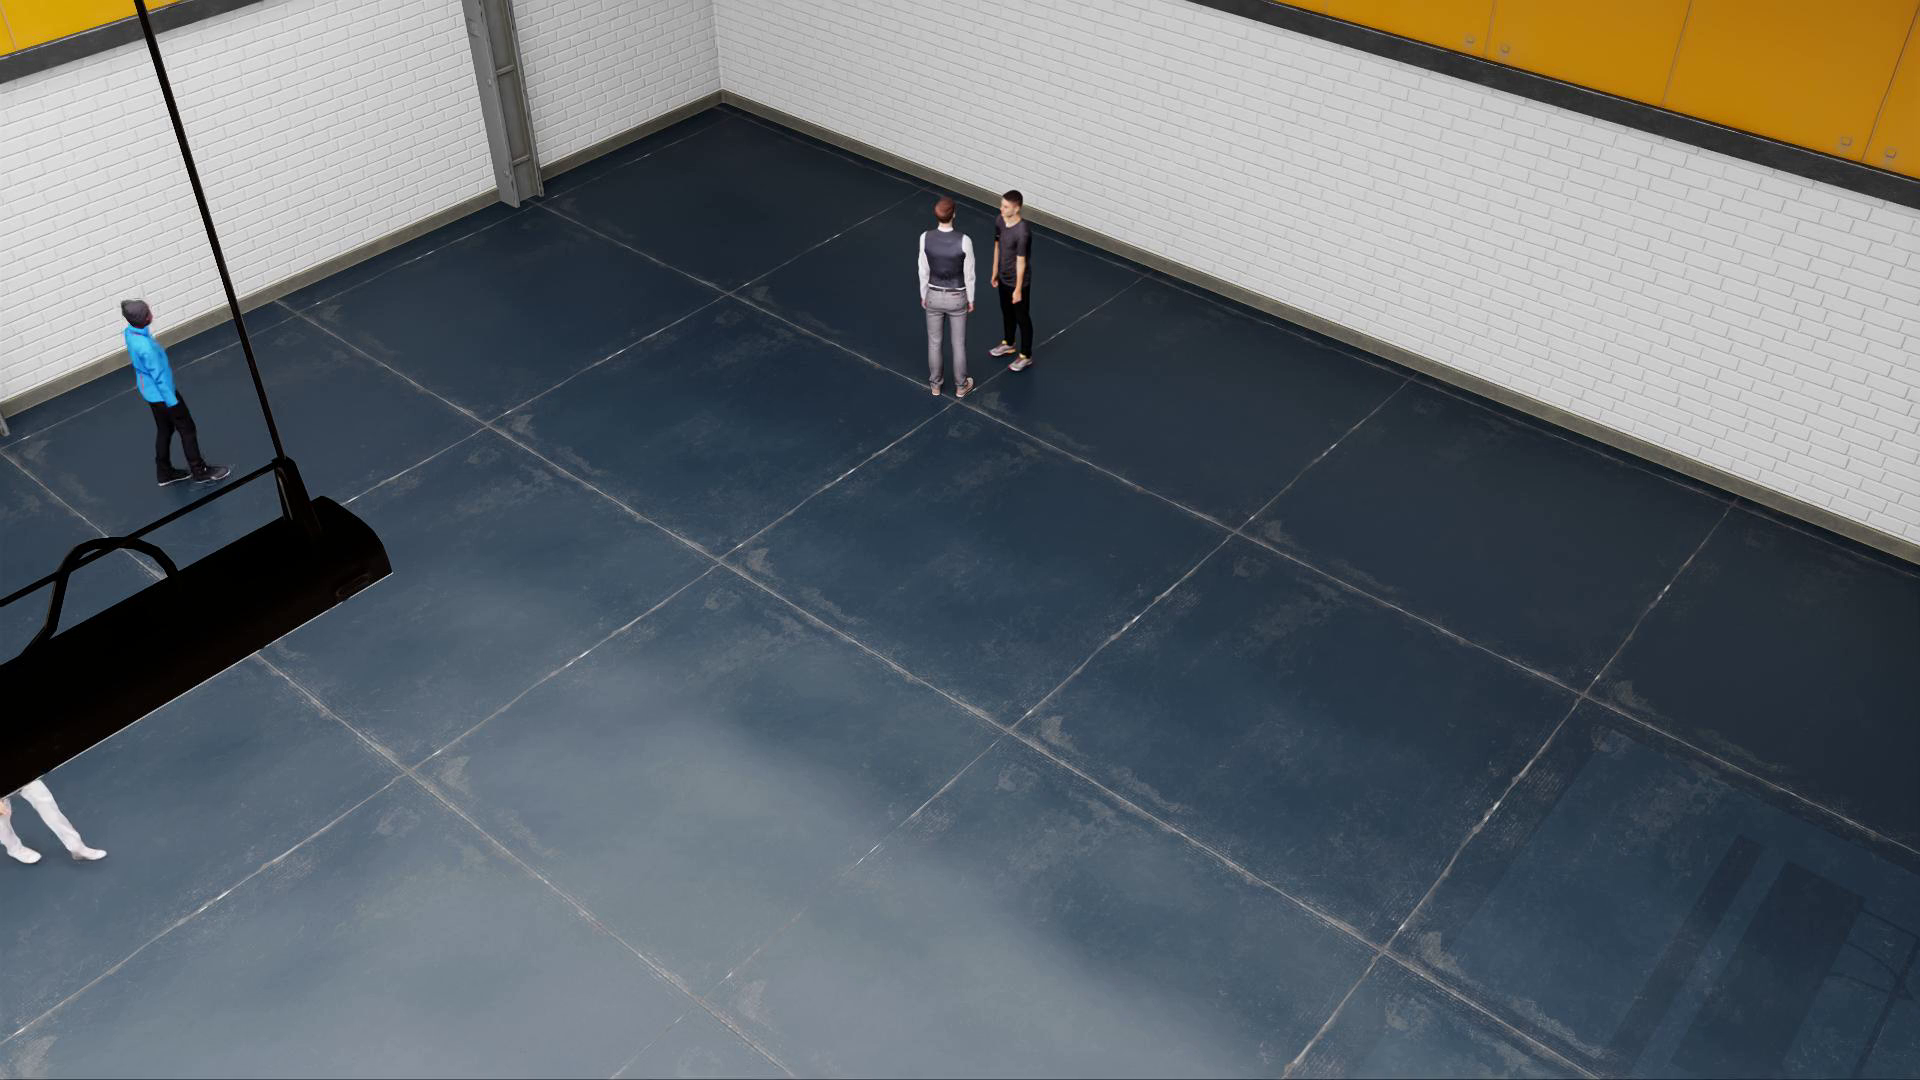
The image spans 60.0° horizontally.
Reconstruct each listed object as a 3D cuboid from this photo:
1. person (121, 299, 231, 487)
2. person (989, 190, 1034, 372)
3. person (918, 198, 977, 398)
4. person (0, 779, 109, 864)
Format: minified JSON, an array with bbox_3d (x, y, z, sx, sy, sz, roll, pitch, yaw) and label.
[{"bbox_3d":[-6.575,-1.206,13.678,0.688,1.788,0.801,28,46,30],"label":"person"},{"bbox_3d":[0.496,-2.389,15.181,0.629,1.761,0.680,-22,43,-25],"label":"person"},{"bbox_3d":[-0.117,-2.149,14.739,0.745,1.937,0.739,8,39,10],"label":"person"},{"bbox_3d":[-6.113,1.464,10.458,0.847,1.634,0.954,14,41,17],"label":"person"}]
